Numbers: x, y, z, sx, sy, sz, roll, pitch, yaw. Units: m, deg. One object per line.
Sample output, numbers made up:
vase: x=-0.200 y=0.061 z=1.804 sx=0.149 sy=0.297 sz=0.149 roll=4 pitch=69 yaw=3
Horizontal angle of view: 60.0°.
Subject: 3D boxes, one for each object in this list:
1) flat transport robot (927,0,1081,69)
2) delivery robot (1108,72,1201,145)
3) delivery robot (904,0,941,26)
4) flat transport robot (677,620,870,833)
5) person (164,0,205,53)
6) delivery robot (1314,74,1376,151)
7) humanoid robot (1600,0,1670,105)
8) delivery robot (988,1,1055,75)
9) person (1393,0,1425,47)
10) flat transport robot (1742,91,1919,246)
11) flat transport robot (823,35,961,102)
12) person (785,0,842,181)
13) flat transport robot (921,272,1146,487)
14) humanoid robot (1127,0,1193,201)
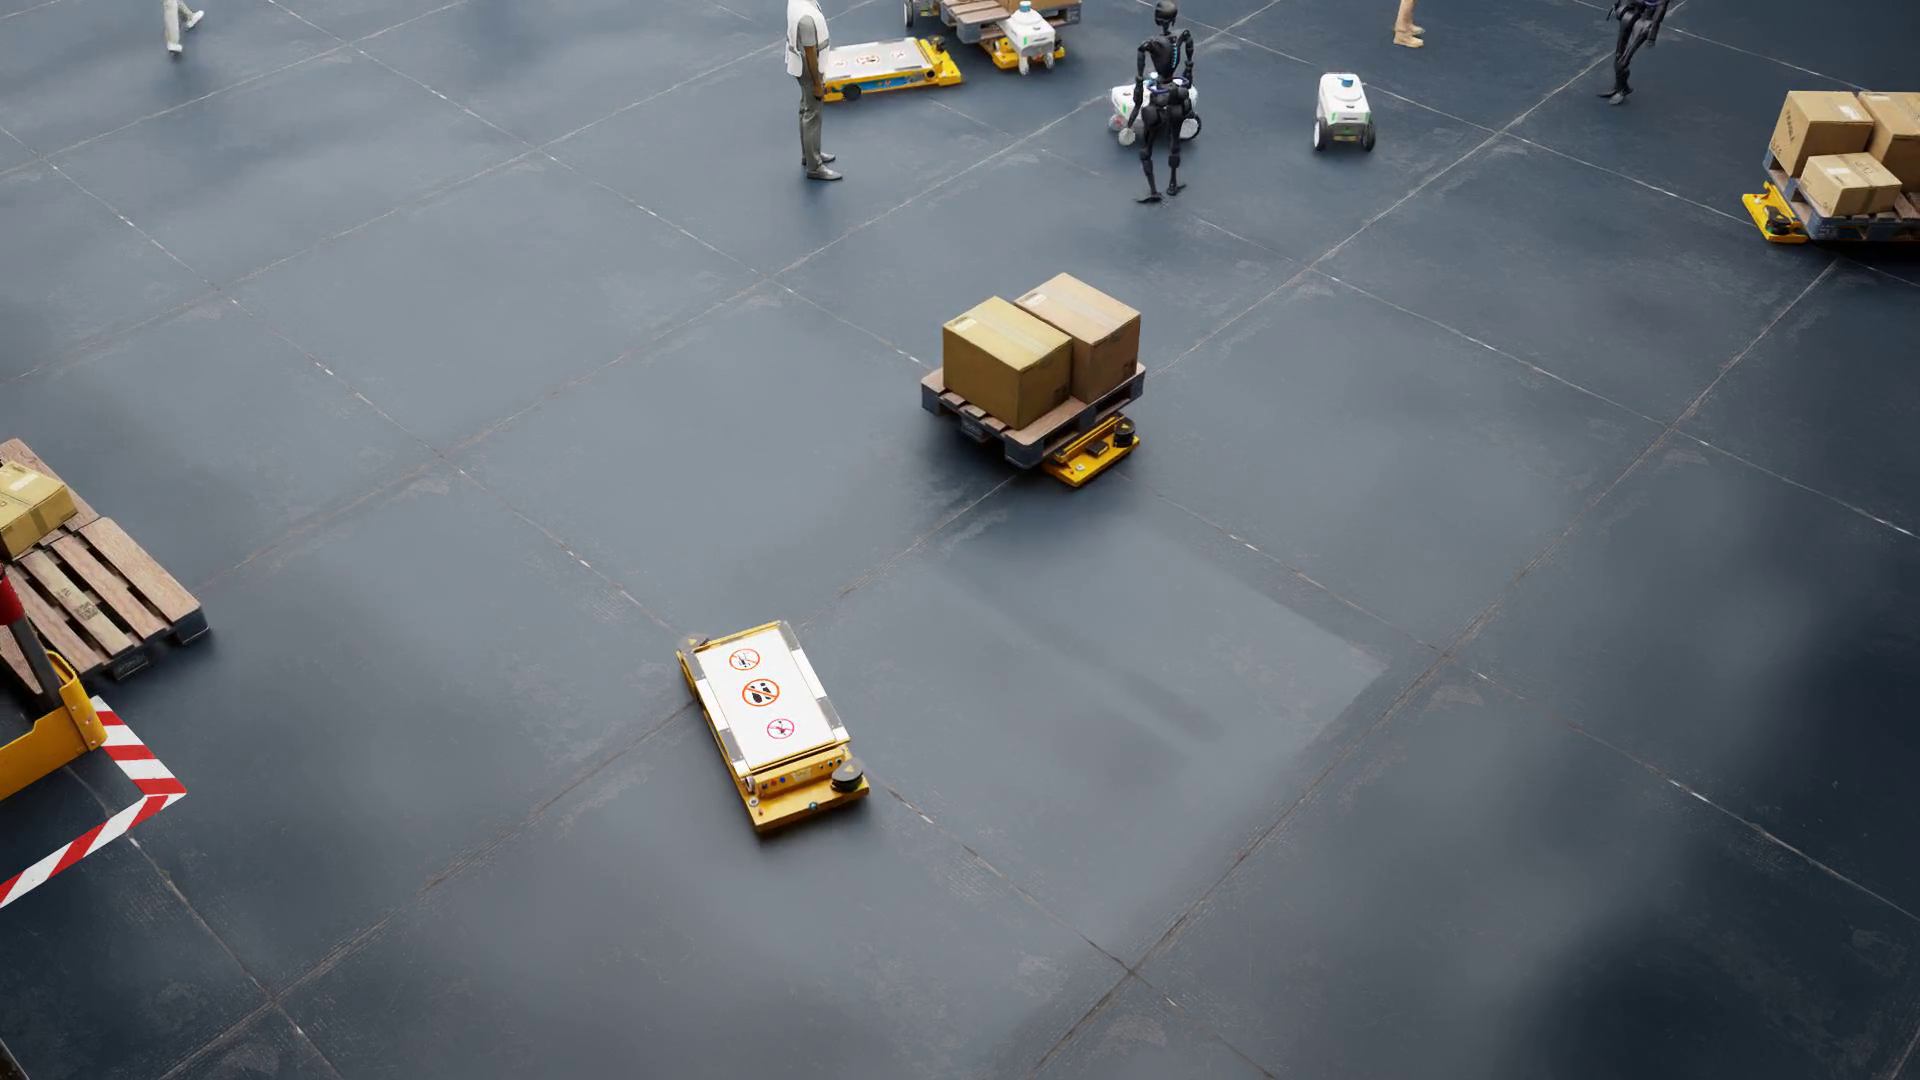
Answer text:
flat transport robot: x=0.412 y=-4.974 z=16.054 sx=0.659 sy=0.231 sz=1.431 roll=-16 pitch=44 yaw=-17
delivery robot: x=1.697 y=-3.792 z=14.513 sx=0.769 sy=0.577 sz=0.499 roll=-10 pitch=43 yaw=-11
delivery robot: x=-0.308 y=-5.388 z=16.315 sx=0.507 sy=0.613 sz=0.785 roll=-4 pitch=42 yaw=-5
flat transport robot: x=-1.084 y=0.992 z=9.424 sx=0.659 sy=0.231 sz=1.431 roll=-17 pitch=45 yaw=-18
person: x=-7.494 y=-5.414 z=15.547 sx=0.549 sy=1.586 sz=0.875 roll=6 pitch=42 yaw=6
delivery robot: x=3.338 y=-3.758 z=14.484 sx=0.499 sy=0.587 sz=0.788 roll=1 pitch=42 yaw=1
humanoid robot: x=5.956 y=-4.637 z=14.624 sx=0.359 sy=1.643 sz=0.610 roll=-18 pitch=45 yaw=-19
delivery robot: x=0.601 y=-4.759 z=15.606 sx=0.499 sy=0.601 sz=0.805 roll=-16 pitch=44 yaw=-17
person: x=4.314 y=-5.460 z=15.494 sx=0.342 sy=1.738 sz=0.504 roll=10 pitch=43 yaw=11
flat transport robot: x=7.171 y=-2.641 z=13.461 sx=1.431 sy=0.231 sz=0.659 roll=1 pitch=42 yaw=1
flat transport robot: x=-0.765 y=-4.348 z=15.359 sx=1.431 sy=0.231 sz=0.659 roll=-11 pitch=43 yaw=-12
person: x=-1.228 y=-3.848 z=13.621 sx=0.388 sy=1.849 sz=0.565 roll=-8 pitch=43 yaw=-8
flat transport robot: x=0.495 y=-0.887 z=11.511 sx=0.659 sy=0.231 sz=1.431 roll=-34 pitch=52 yaw=-32
humanoid robot: x=1.641 y=-3.540 z=13.408 sx=0.590 sy=1.645 sz=0.337 roll=-22 pitch=46 yaw=-23
